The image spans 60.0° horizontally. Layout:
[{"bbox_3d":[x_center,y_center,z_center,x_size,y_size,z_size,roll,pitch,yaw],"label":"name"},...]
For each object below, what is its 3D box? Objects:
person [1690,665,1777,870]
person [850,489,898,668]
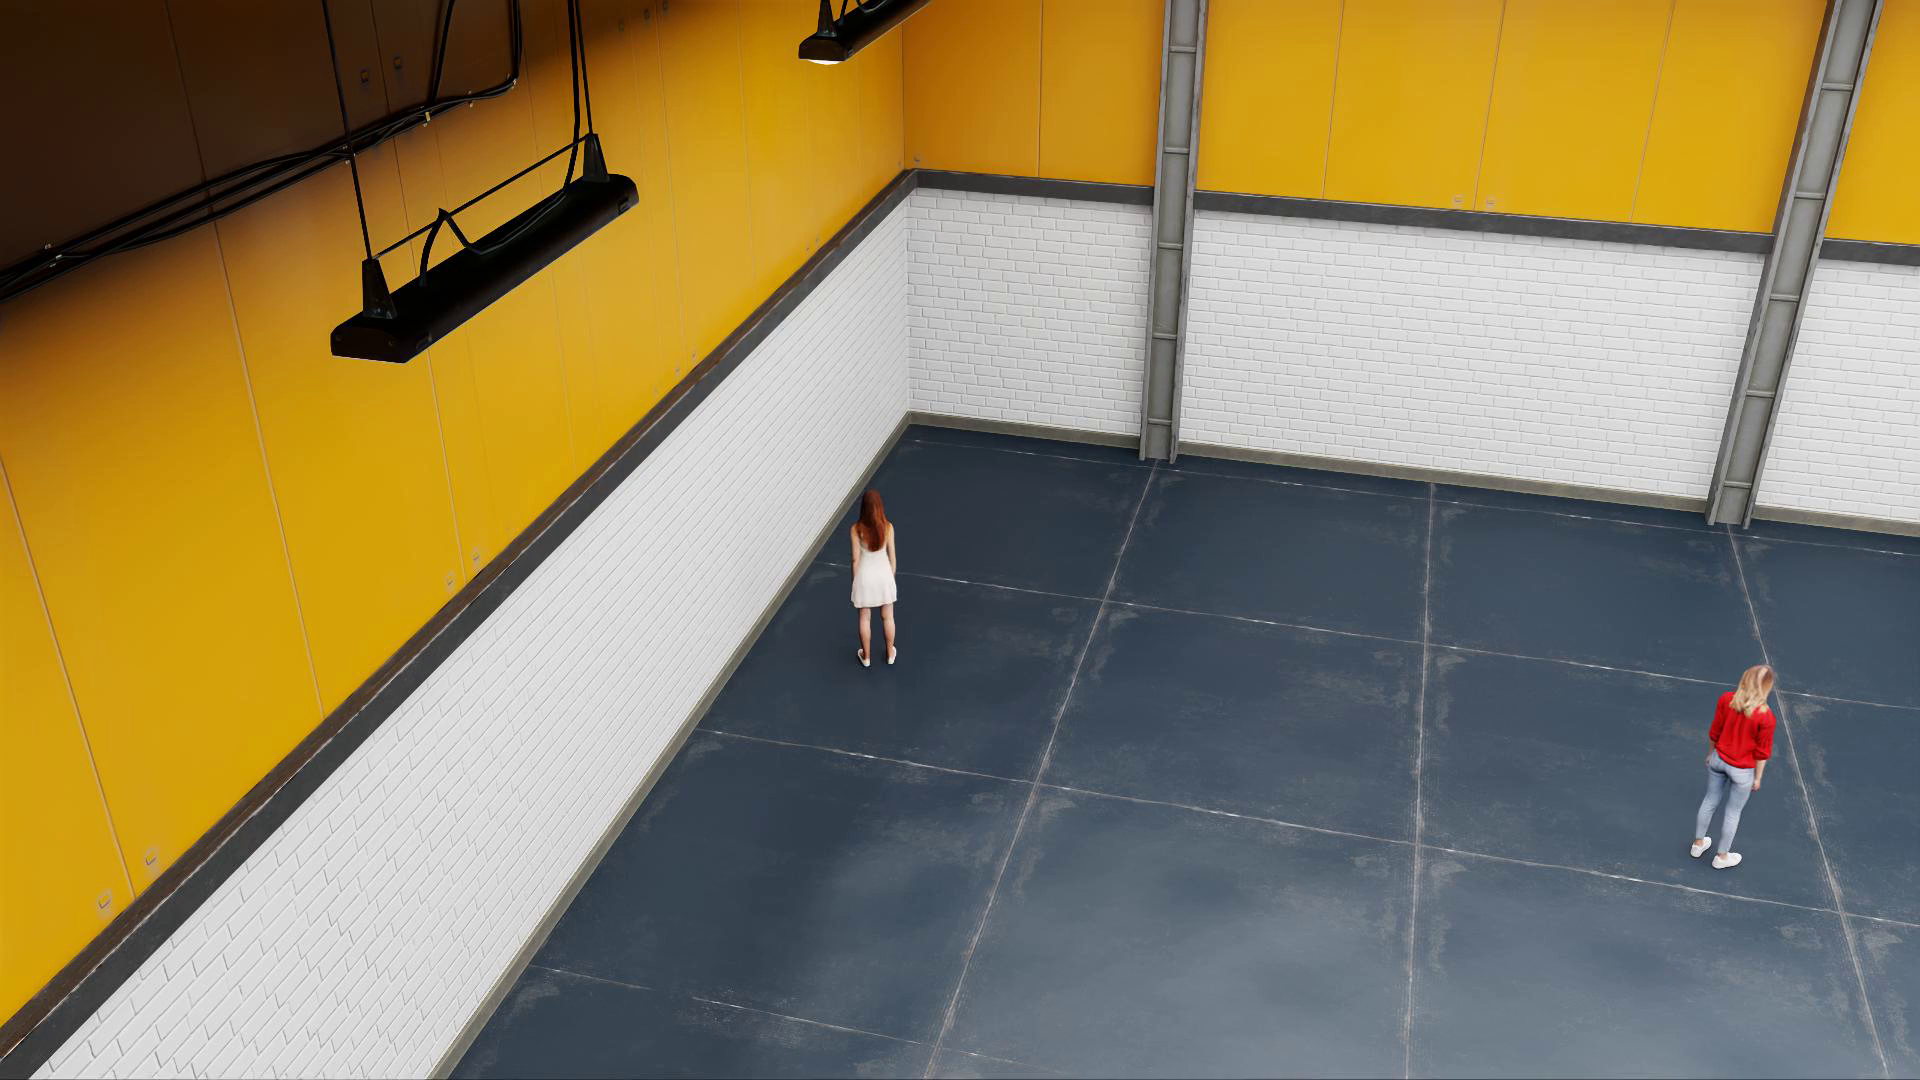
[{"bbox_3d":[5.692,1.658,12.246,0.741,1.704,0.665,-18,33,-30],"label":"person"},{"bbox_3d":[-0.764,0.335,14.663,0.575,1.711,0.689,-4,29,-8],"label":"person"}]
